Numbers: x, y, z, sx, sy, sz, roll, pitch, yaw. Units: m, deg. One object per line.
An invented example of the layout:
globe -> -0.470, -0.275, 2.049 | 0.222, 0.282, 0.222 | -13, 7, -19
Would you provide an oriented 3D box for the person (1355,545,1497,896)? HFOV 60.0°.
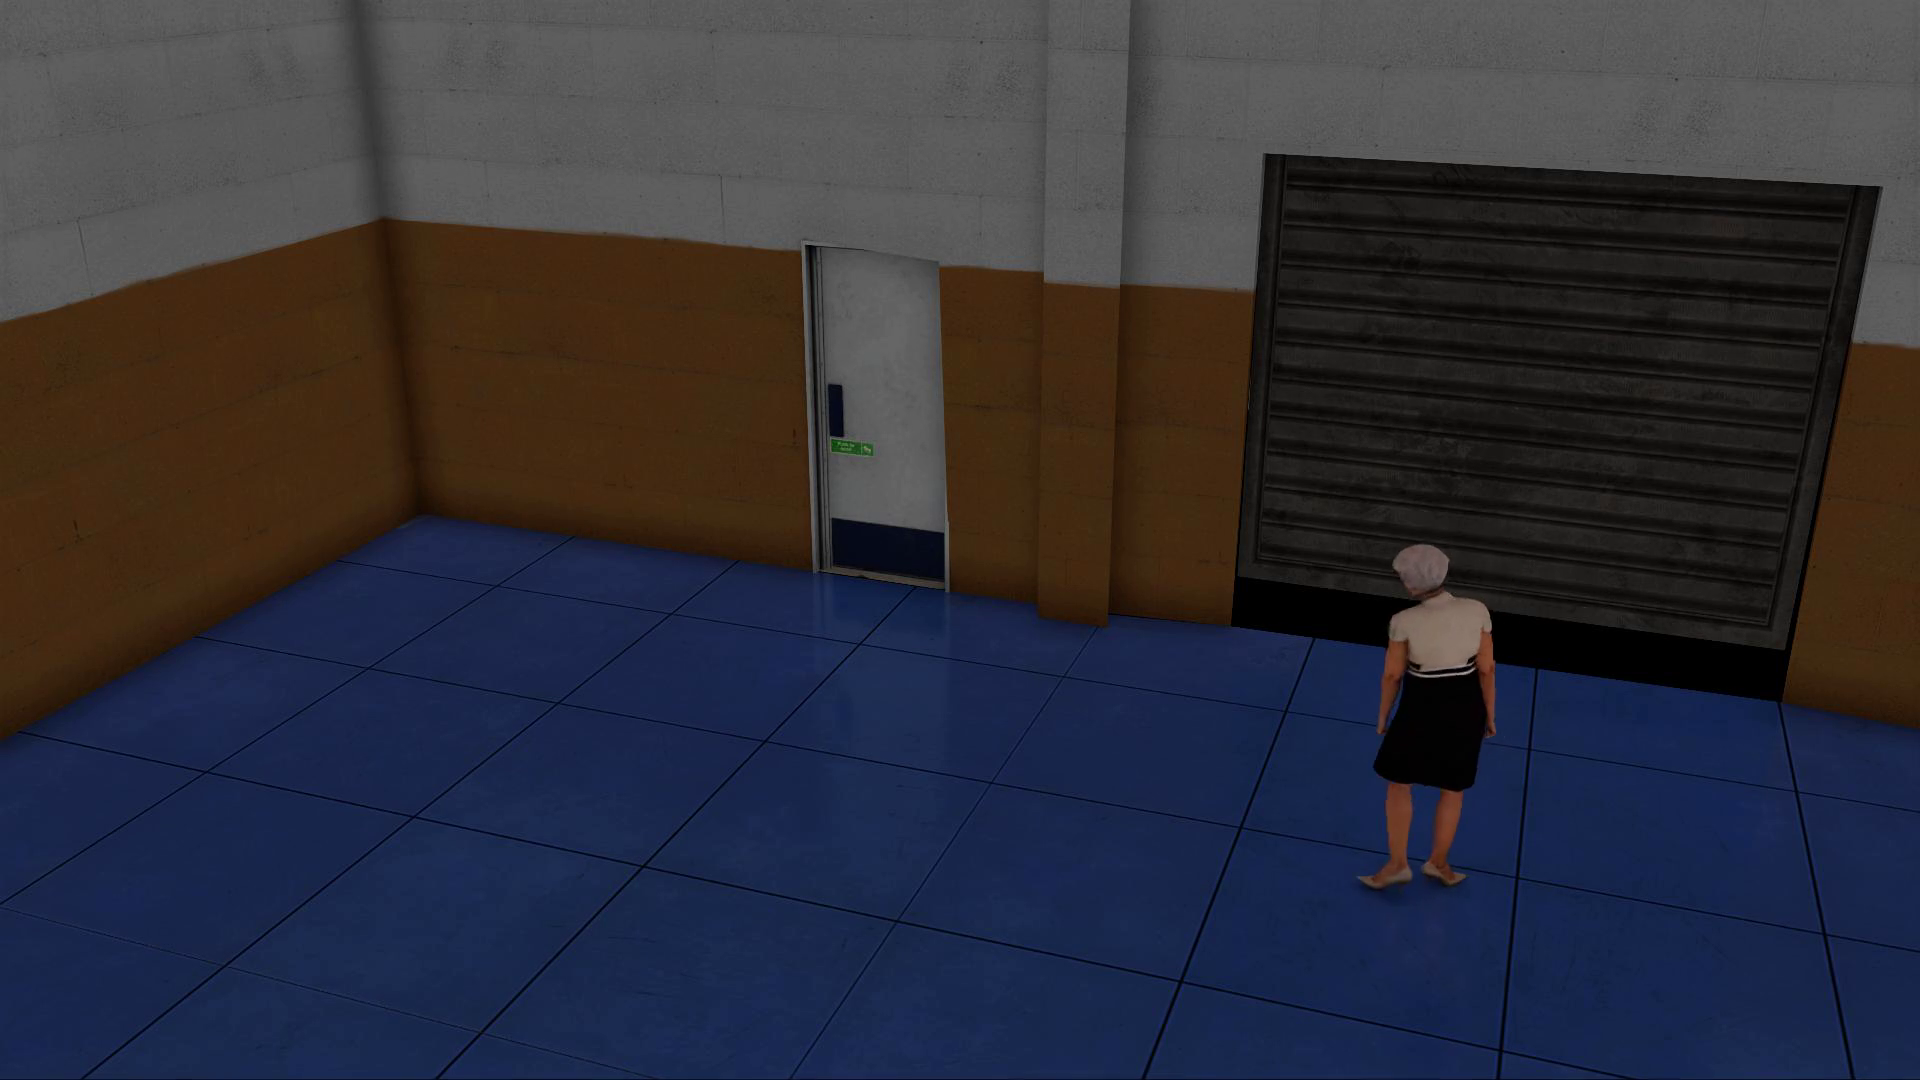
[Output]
person -> 2.229, 0.846, 7.598 | 0.603, 1.728, 0.829 | 9, 24, 21
